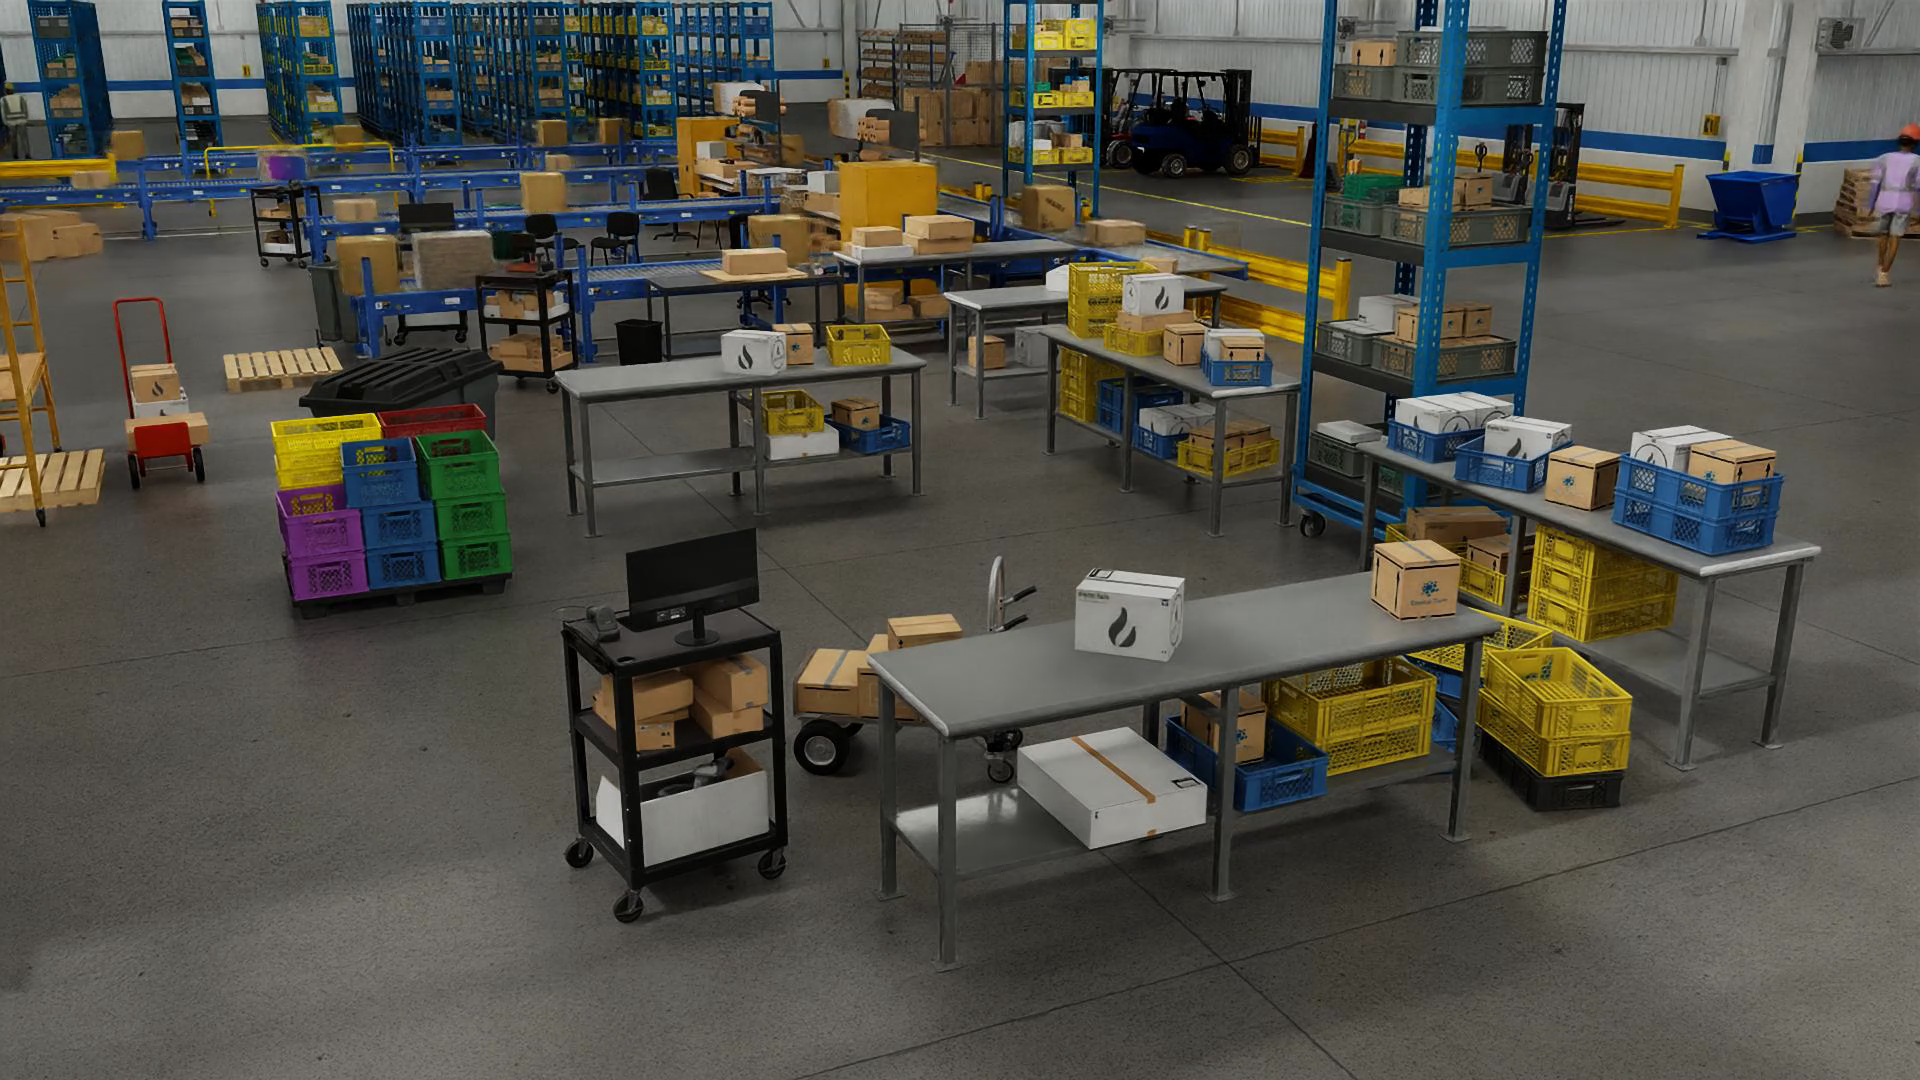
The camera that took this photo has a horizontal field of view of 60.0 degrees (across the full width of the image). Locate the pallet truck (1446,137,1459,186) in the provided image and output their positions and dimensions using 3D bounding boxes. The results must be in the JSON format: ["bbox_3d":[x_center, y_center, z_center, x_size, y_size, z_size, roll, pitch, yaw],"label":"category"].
[{"bbox_3d":[9.184,-6.485,29.328,1.630,1.274,0.653,-8,19,-23],"label":"pallet truck"}]

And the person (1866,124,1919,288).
[{"bbox_3d":[11.883,-4.217,21.021,0.795,2.013,0.635,-15,23,-39],"label":"person"}]

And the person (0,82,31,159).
[{"bbox_3d":[-22.222,-9.849,39.152,0.582,1.790,0.949,-14,22,-37],"label":"person"}]

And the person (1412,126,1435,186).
[{"bbox_3d":[8.418,-7.064,30.245,0.394,1.873,0.711,0,18,0],"label":"person"}]

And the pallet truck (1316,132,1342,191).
[{"bbox_3d":[7.723,-7.504,32.656,1.601,1.201,0.680,-8,19,-23],"label":"pallet truck"}]

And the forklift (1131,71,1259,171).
[{"bbox_3d":[4.998,-8.936,35.413,2.680,1.987,1.157,-9,20,-25],"label":"forklift"}]

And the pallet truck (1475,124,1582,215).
[{"bbox_3d":[9.707,-6.455,28.103,1.885,1.965,0.823,-7,19,-20],"label":"pallet truck"}]

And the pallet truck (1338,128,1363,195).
[{"bbox_3d":[7.845,-7.140,31.411,1.522,1.261,0.704,-9,20,-25],"label":"pallet truck"}]

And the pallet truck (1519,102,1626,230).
[{"bbox_3d":[9.972,-6.037,26.785,1.885,1.965,0.823,-9,20,-25],"label":"pallet truck"}]

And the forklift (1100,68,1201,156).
[{"bbox_3d":[4.082,-9.564,37.410,2.680,1.987,1.157,-8,19,-23],"label":"forklift"}]
